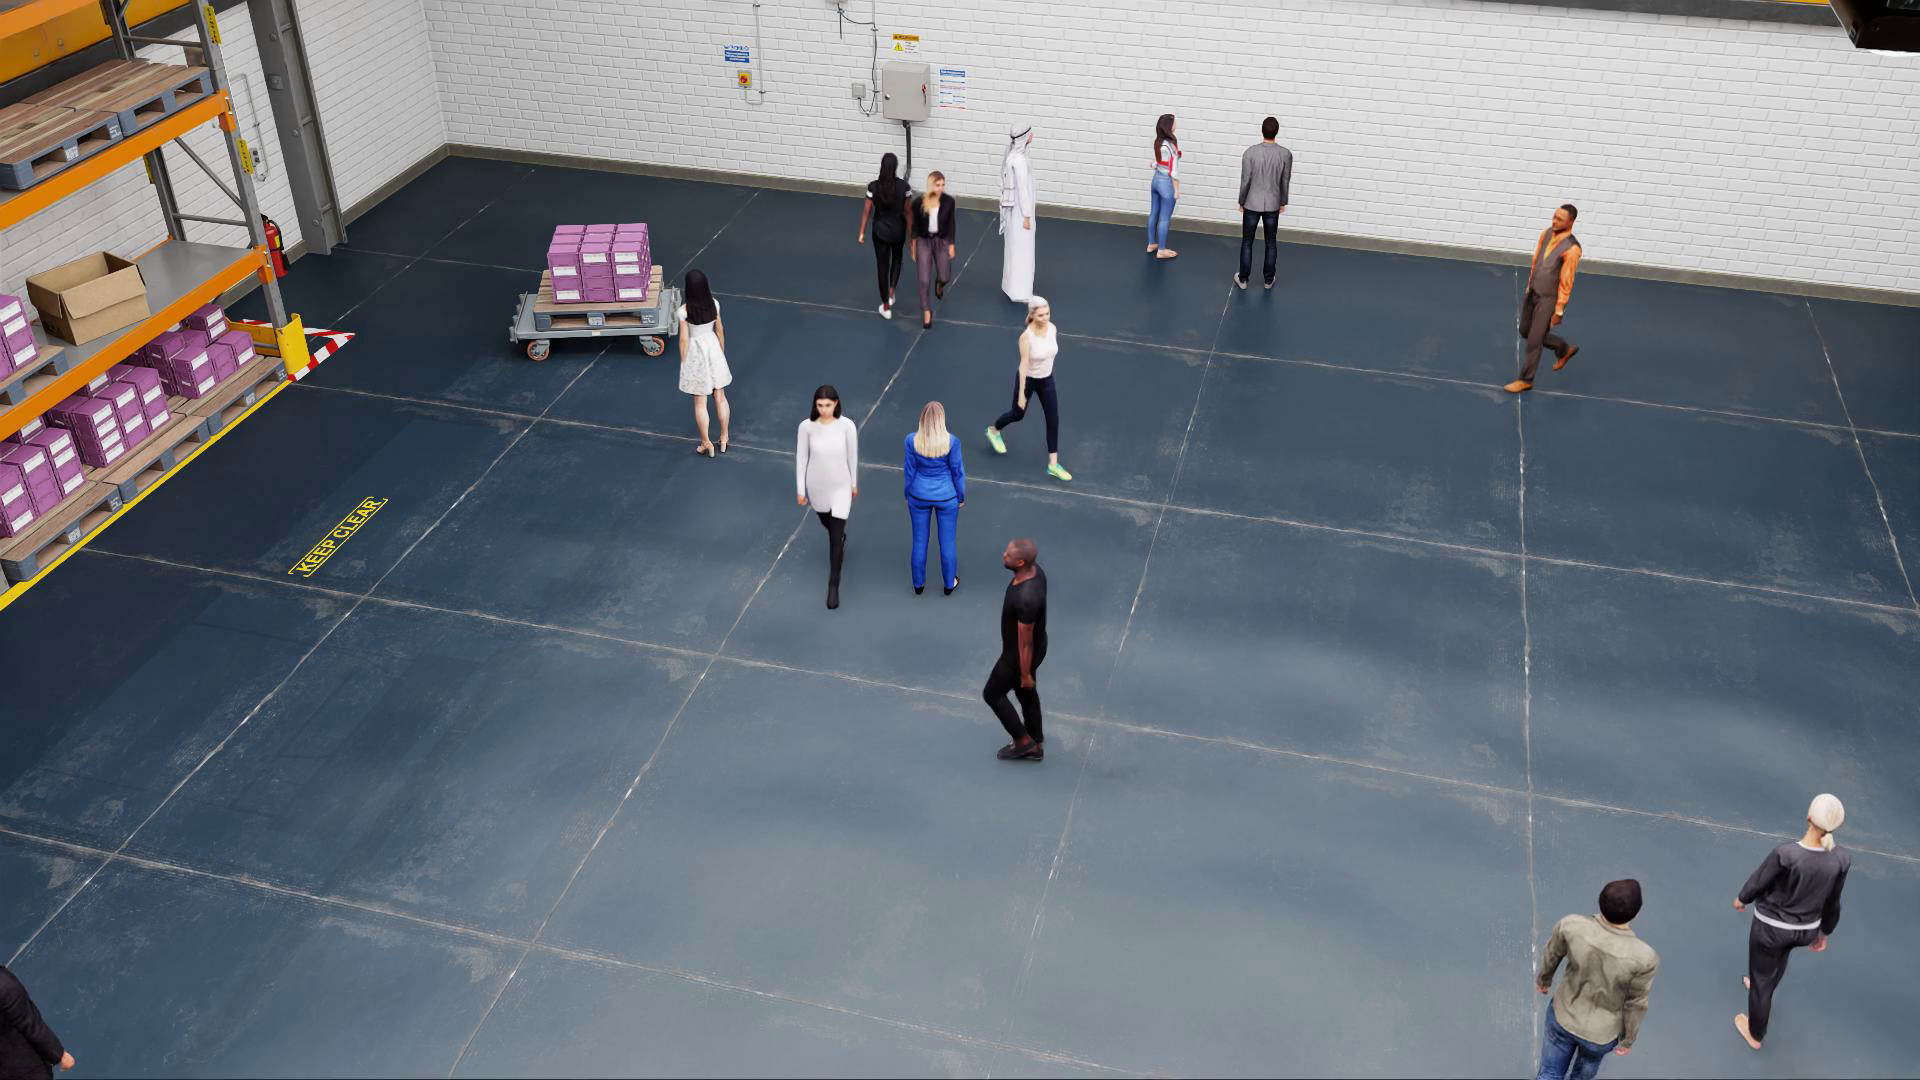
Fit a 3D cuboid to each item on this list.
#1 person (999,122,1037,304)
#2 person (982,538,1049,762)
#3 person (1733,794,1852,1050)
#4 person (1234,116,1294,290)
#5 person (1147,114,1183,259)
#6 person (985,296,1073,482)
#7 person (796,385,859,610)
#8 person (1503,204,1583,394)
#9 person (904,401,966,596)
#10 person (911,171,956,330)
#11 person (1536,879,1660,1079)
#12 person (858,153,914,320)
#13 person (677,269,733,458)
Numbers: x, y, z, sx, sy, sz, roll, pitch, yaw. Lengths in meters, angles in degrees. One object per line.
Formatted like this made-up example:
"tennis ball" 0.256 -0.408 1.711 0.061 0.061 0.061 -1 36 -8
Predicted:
"person" 0.619 -3.437 17.390 0.846 1.927 0.739 -7 34 -10
"person" 0.504 0.770 11.170 0.746 1.805 0.605 6 34 8
"person" 4.586 2.161 9.168 0.706 1.706 0.812 -1 34 -1
"person" 3.209 -3.568 17.635 0.741 1.873 0.675 1 34 1
"person" 2.258 -3.933 18.420 0.722 1.614 0.652 -16 37 -22
"person" 0.573 -1.365 14.512 1.197 1.663 1.077 -27 42 -34
"person" -1.003 -0.438 13.022 0.779 1.768 1.218 2 34 4
"person" 5.615 -2.288 15.696 1.053 1.889 1.100 -8 34 -12
"person" -0.206 -0.321 12.906 0.658 1.701 0.589 4 34 6
"person" -0.271 -2.992 16.967 0.738 1.654 0.867 0 34 0
"person" 3.164 2.509 8.534 0.952 1.828 1.245 20 39 28
"person" -0.703 -3.102 17.075 0.862 1.719 0.859 -5 34 -8
"person" -2.269 -1.567 14.716 0.770 1.774 0.835 -19 38 -26
